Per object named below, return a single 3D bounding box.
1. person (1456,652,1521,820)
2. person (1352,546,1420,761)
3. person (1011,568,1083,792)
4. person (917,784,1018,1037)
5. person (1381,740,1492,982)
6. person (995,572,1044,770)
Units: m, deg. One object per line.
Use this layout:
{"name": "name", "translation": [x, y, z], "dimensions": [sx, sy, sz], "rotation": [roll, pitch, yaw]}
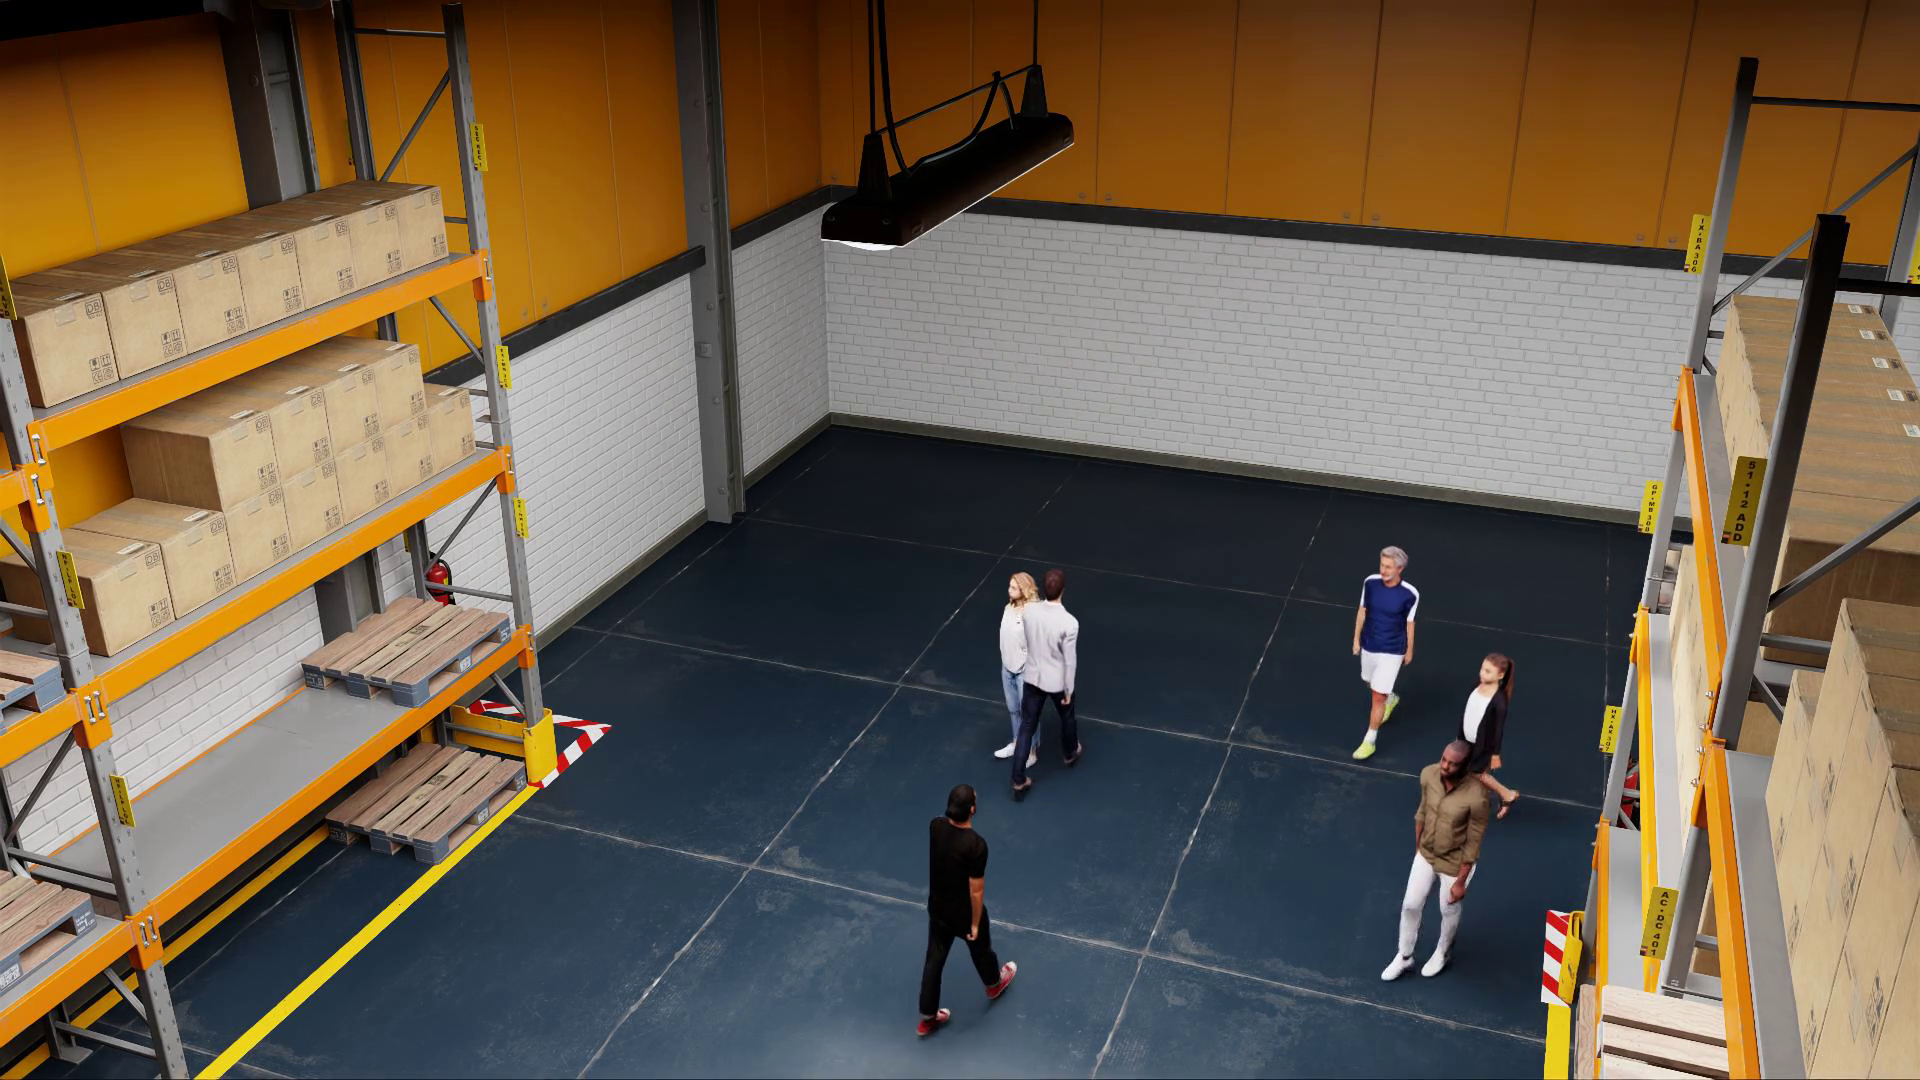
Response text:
{"name": "person", "translation": [3.979, 1.524, 12.519], "dimensions": [0.940, 1.533, 0.984], "rotation": [-6, 24, -14]}
{"name": "person", "translation": [3.524, 0.861, 13.697], "dimensions": [0.922, 1.805, 1.252], "rotation": [19, 30, 37]}
{"name": "person", "translation": [0.630, 1.136, 13.071], "dimensions": [0.729, 1.802, 1.197], "rotation": [12, 26, 25]}
{"name": "person", "translation": [-0.079, 2.347, 10.397], "dimensions": [0.859, 1.724, 1.149], "rotation": [16, 28, 33]}
{"name": "person", "translation": [3.242, 2.074, 10.918], "dimensions": [0.969, 1.808, 0.912], "rotation": [-19, 30, -37]}
{"name": "person", "translation": [0.503, 1.041, 13.388], "dimensions": [0.721, 1.723, 0.710], "rotation": [-17, 29, -34]}
